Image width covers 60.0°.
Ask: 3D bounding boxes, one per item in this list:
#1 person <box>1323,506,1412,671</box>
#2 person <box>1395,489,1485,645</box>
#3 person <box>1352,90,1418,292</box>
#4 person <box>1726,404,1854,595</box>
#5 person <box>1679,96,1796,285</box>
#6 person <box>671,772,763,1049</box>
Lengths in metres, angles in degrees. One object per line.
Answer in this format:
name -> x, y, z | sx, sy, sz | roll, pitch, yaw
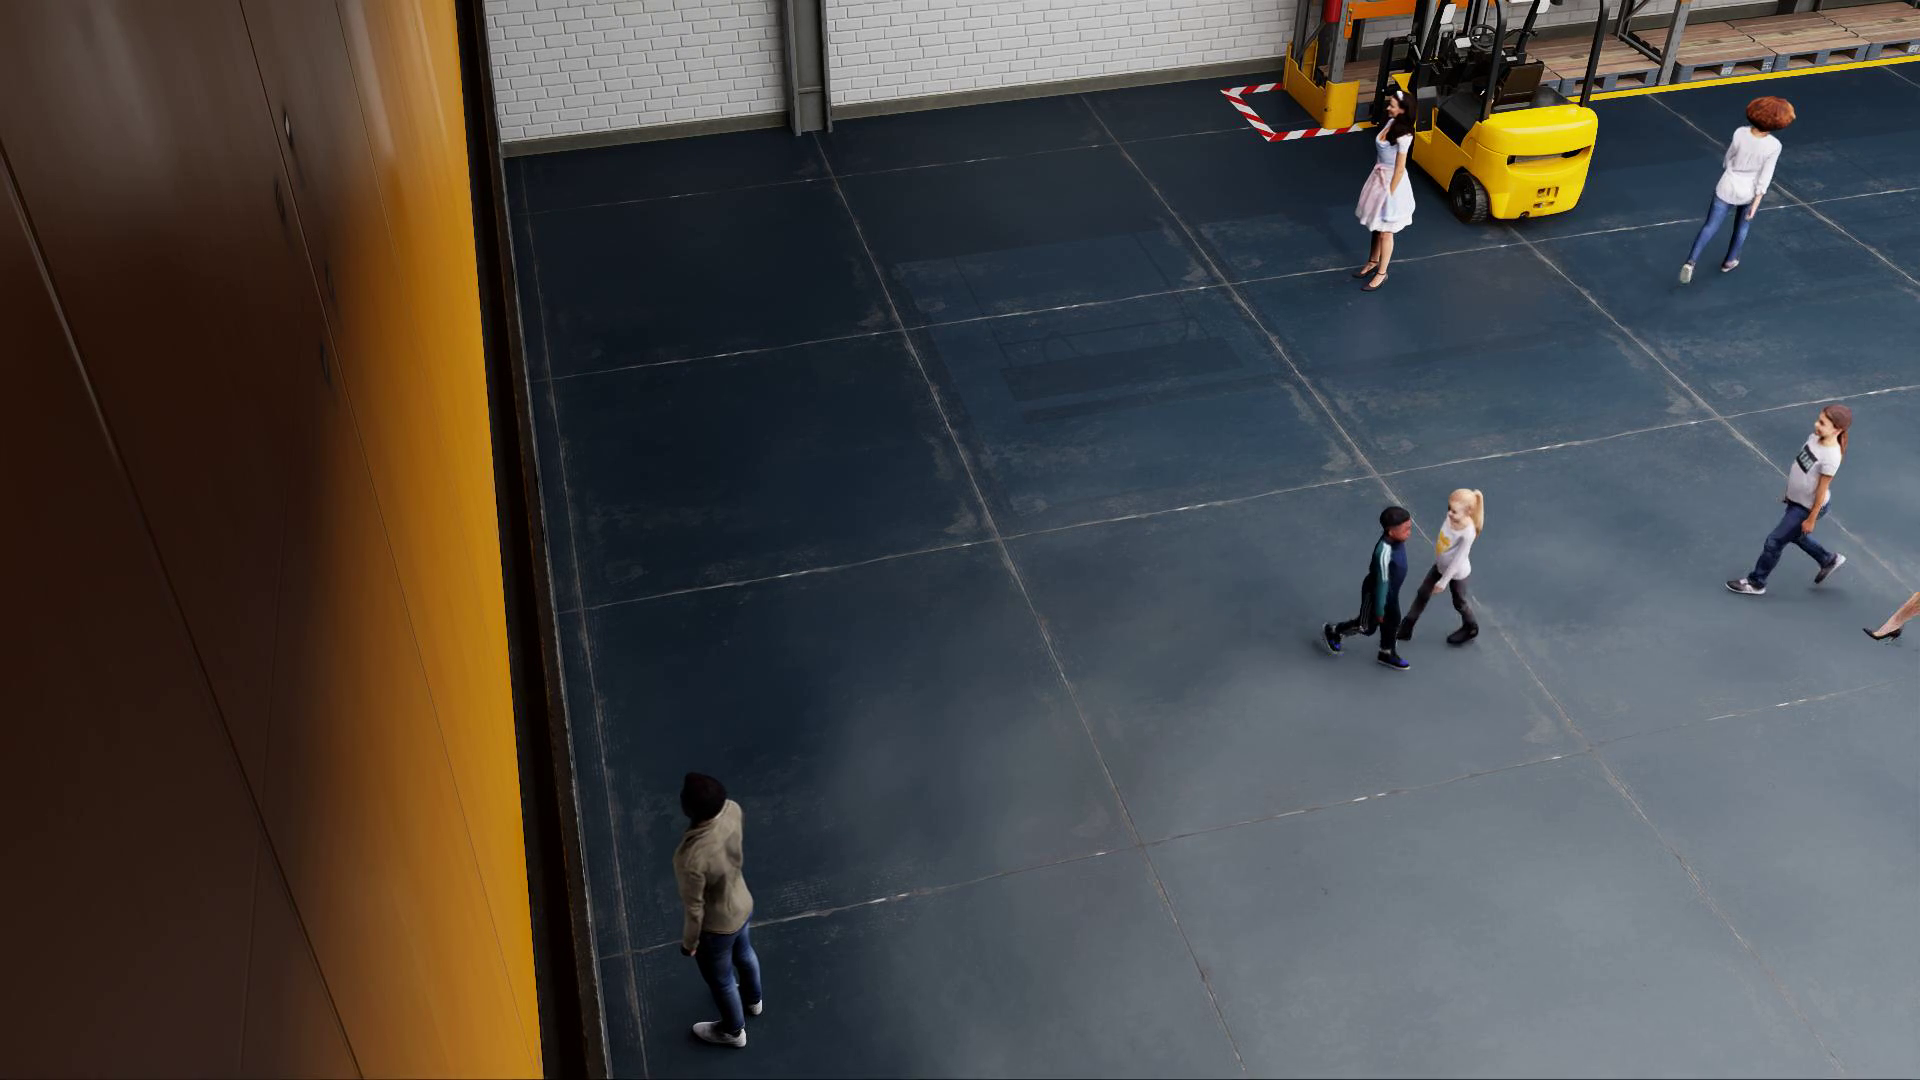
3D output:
person -> 2.669, 0.309, 10.685 | 0.841, 1.244, 0.821 | 24, 44, 27
person -> 3.260, 0.200, 10.820 | 0.876, 1.248, 0.483 | -9, 40, -12
person -> 3.696, -3.023, 14.398 | 0.751, 1.819, 0.726 | -5, 39, -6
person -> 5.734, -0.255, 11.149 | 1.038, 1.548, 0.765 | 3, 39, 4
person -> 6.734, -3.011, 14.500 | 1.012, 1.672, 1.187 | 28, 46, 30
person -> -1.194, 1.848, 8.261 | 0.805, 1.864, 0.790 | 14, 41, 16
